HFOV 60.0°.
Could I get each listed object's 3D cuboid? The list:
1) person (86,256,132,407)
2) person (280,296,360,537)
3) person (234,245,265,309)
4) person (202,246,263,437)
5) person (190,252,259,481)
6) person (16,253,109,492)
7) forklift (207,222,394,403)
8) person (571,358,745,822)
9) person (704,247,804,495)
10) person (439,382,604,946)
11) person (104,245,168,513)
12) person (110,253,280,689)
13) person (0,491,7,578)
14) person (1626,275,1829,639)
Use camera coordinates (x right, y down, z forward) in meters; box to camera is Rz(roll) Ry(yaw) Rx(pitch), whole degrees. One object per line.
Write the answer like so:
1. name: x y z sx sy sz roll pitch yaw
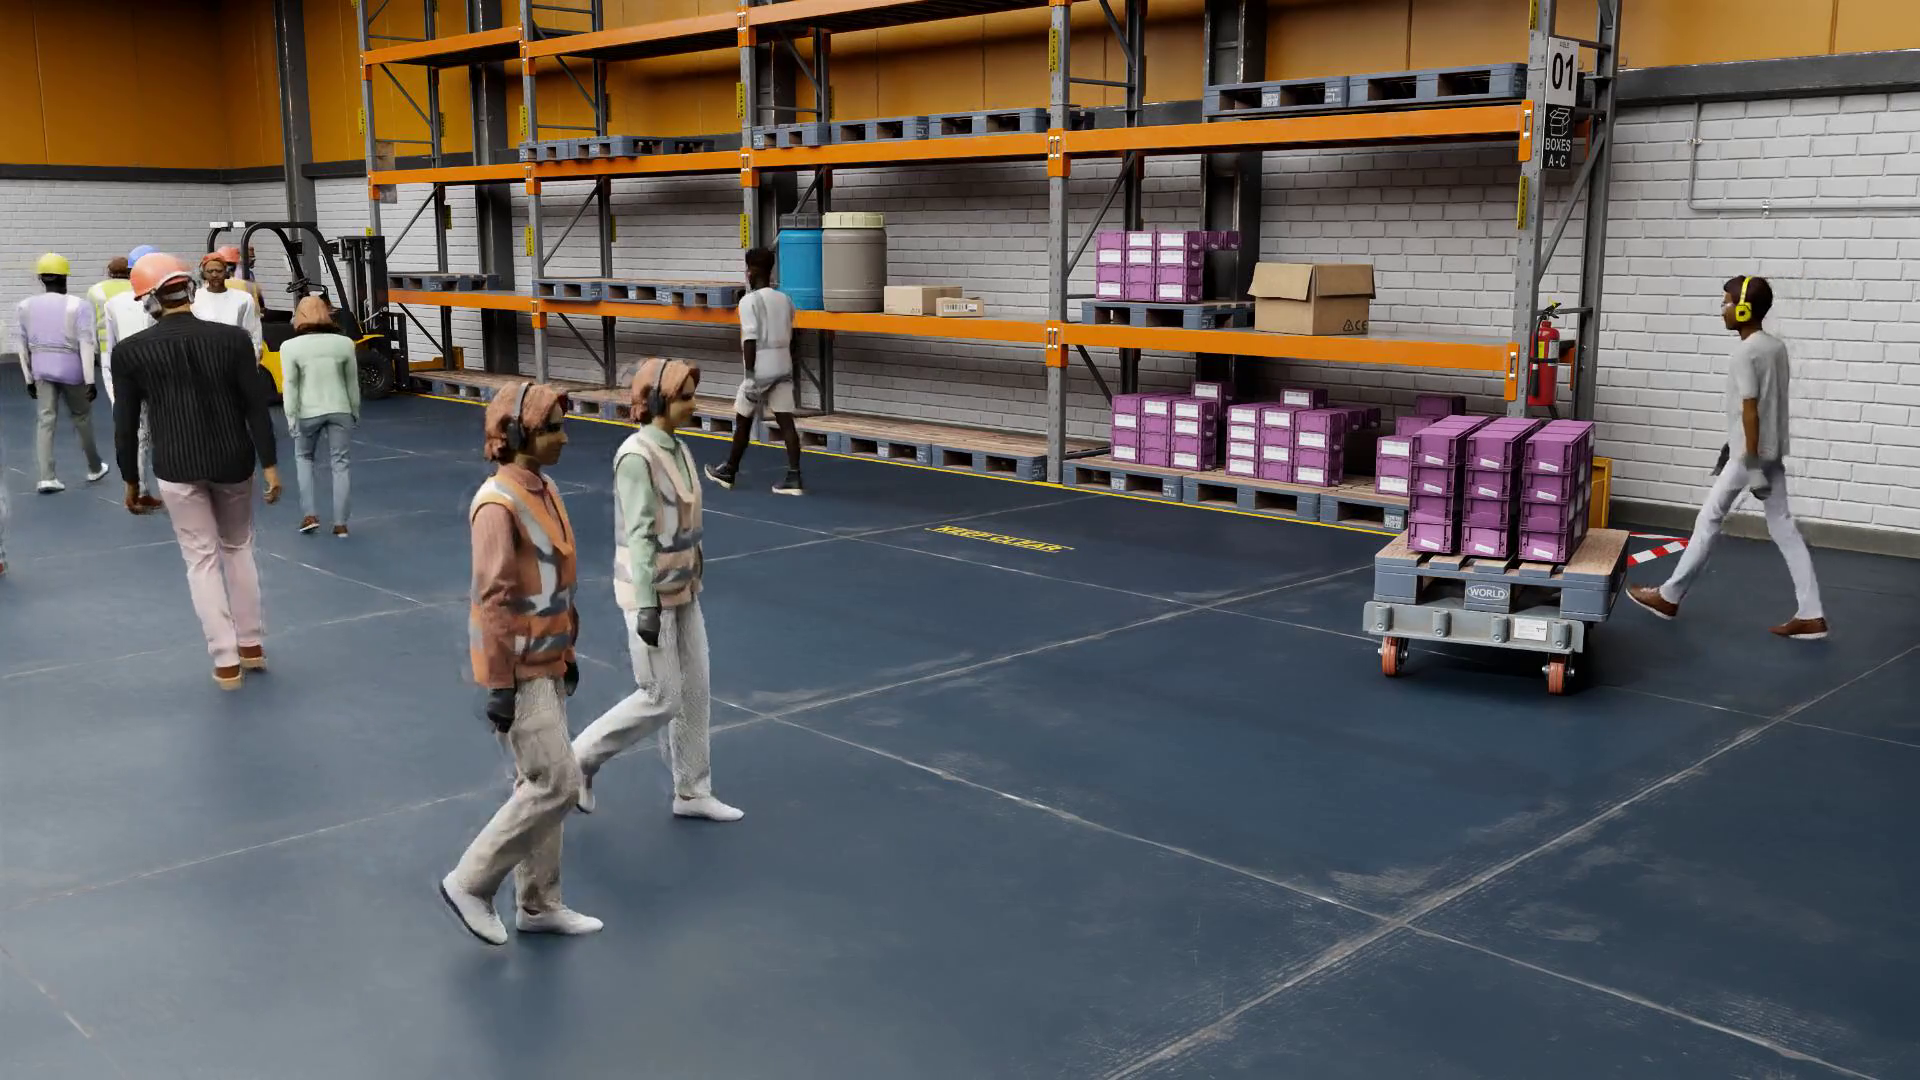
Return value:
1. person: -8.233 -1.882 16.409 0.643 1.823 0.576 -6 12 -30
2. person: -4.311 -0.831 11.243 0.518 1.618 0.537 -6 12 -30
3. person: -9.008 -2.773 21.059 0.403 1.900 0.647 -5 11 -24
4. person: -7.420 -2.010 16.876 0.568 1.895 0.921 -8 13 -38
5. person: -6.042 -1.404 13.626 0.578 1.882 0.346 -6 12 -29
6. person: -7.195 -1.341 13.307 0.604 1.875 1.017 -1 10 -6
7. forklift: -8.169 -2.758 20.163 2.313 2.155 1.214 -10 14 -44
8. person: -1.062 0.190 5.639 0.543 1.618 0.519 2 11 12
9. person: -1.600 -1.328 13.099 0.974 1.915 0.637 8 13 36
10. person: -1.214 0.366 4.693 0.369 1.626 0.520 0 10 -1
11. person: -5.893 -1.163 12.142 0.615 1.945 0.406 2 11 11
12. person: -3.451 -0.313 7.527 0.644 1.936 0.670 -6 12 -30
13. person: -5.754 -0.633 9.384 0.628 1.901 0.878 0 10 0
14. person: 3.990 -0.421 8.465 0.494 1.816 1.032 -8 13 -35
